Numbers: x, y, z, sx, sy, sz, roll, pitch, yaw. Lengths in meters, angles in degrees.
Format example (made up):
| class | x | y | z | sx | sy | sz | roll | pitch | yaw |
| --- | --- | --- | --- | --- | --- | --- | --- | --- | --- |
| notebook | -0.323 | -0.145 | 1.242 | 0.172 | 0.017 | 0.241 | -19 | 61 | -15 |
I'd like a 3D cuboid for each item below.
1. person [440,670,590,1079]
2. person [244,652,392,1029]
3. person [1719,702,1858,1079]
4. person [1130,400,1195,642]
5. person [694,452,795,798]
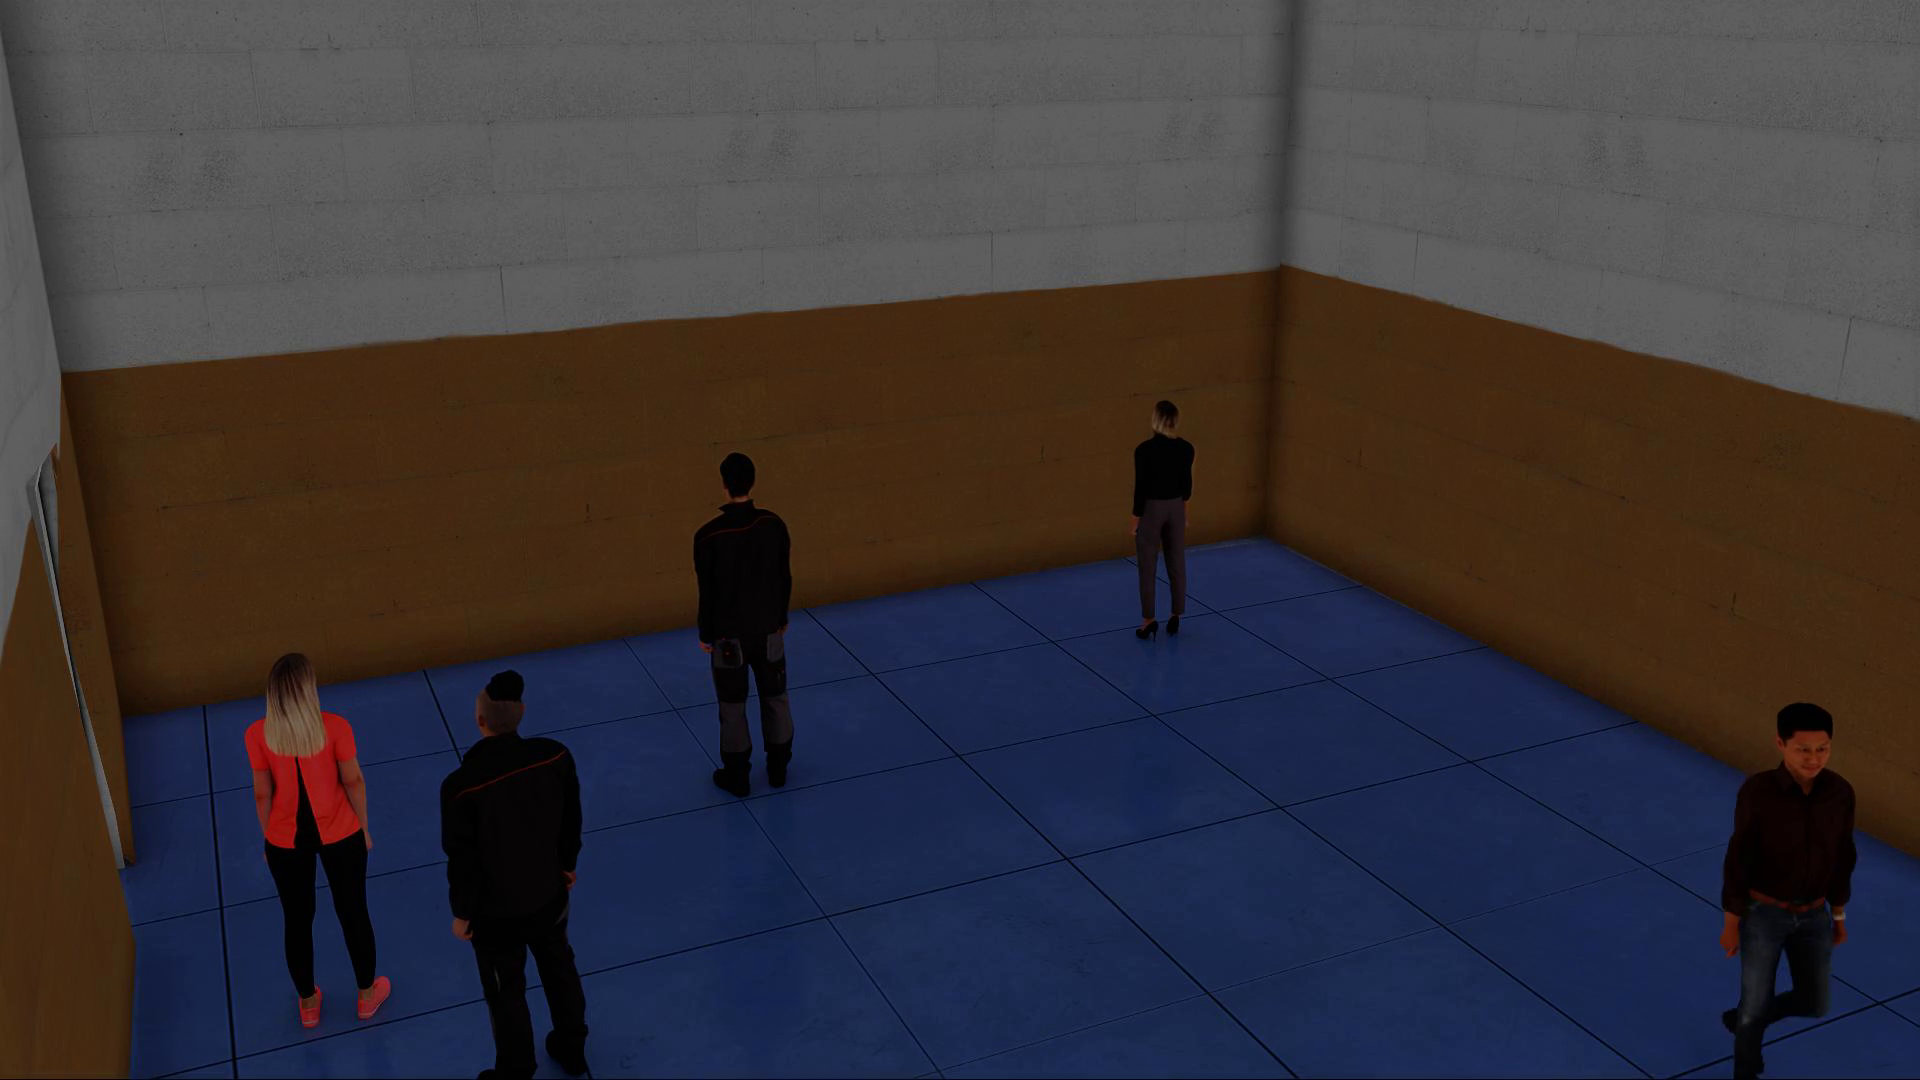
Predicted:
| class | x | y | z | sx | sy | sz | roll | pitch | yaw |
| --- | --- | --- | --- | --- | --- | --- | --- | --- | --- |
| person | -1.742 | 1.355 | 6.557 | 0.900 | 1.859 | 0.701 | 17 | 25 | 41 |
| person | -2.753 | 1.275 | 7.092 | 0.541 | 1.693 | 0.704 | -4 | 19 | -11 |
| person | 3.182 | 1.425 | 6.521 | 0.842 | 1.772 | 0.887 | -1 | 19 | -3 |
| person | 1.365 | -0.129 | 11.289 | 0.486 | 1.670 | 0.668 | -7 | 20 | -20 |
| person | -1.172 | 0.458 | 9.119 | 0.520 | 1.946 | 0.757 | -9 | 21 | -26 |
